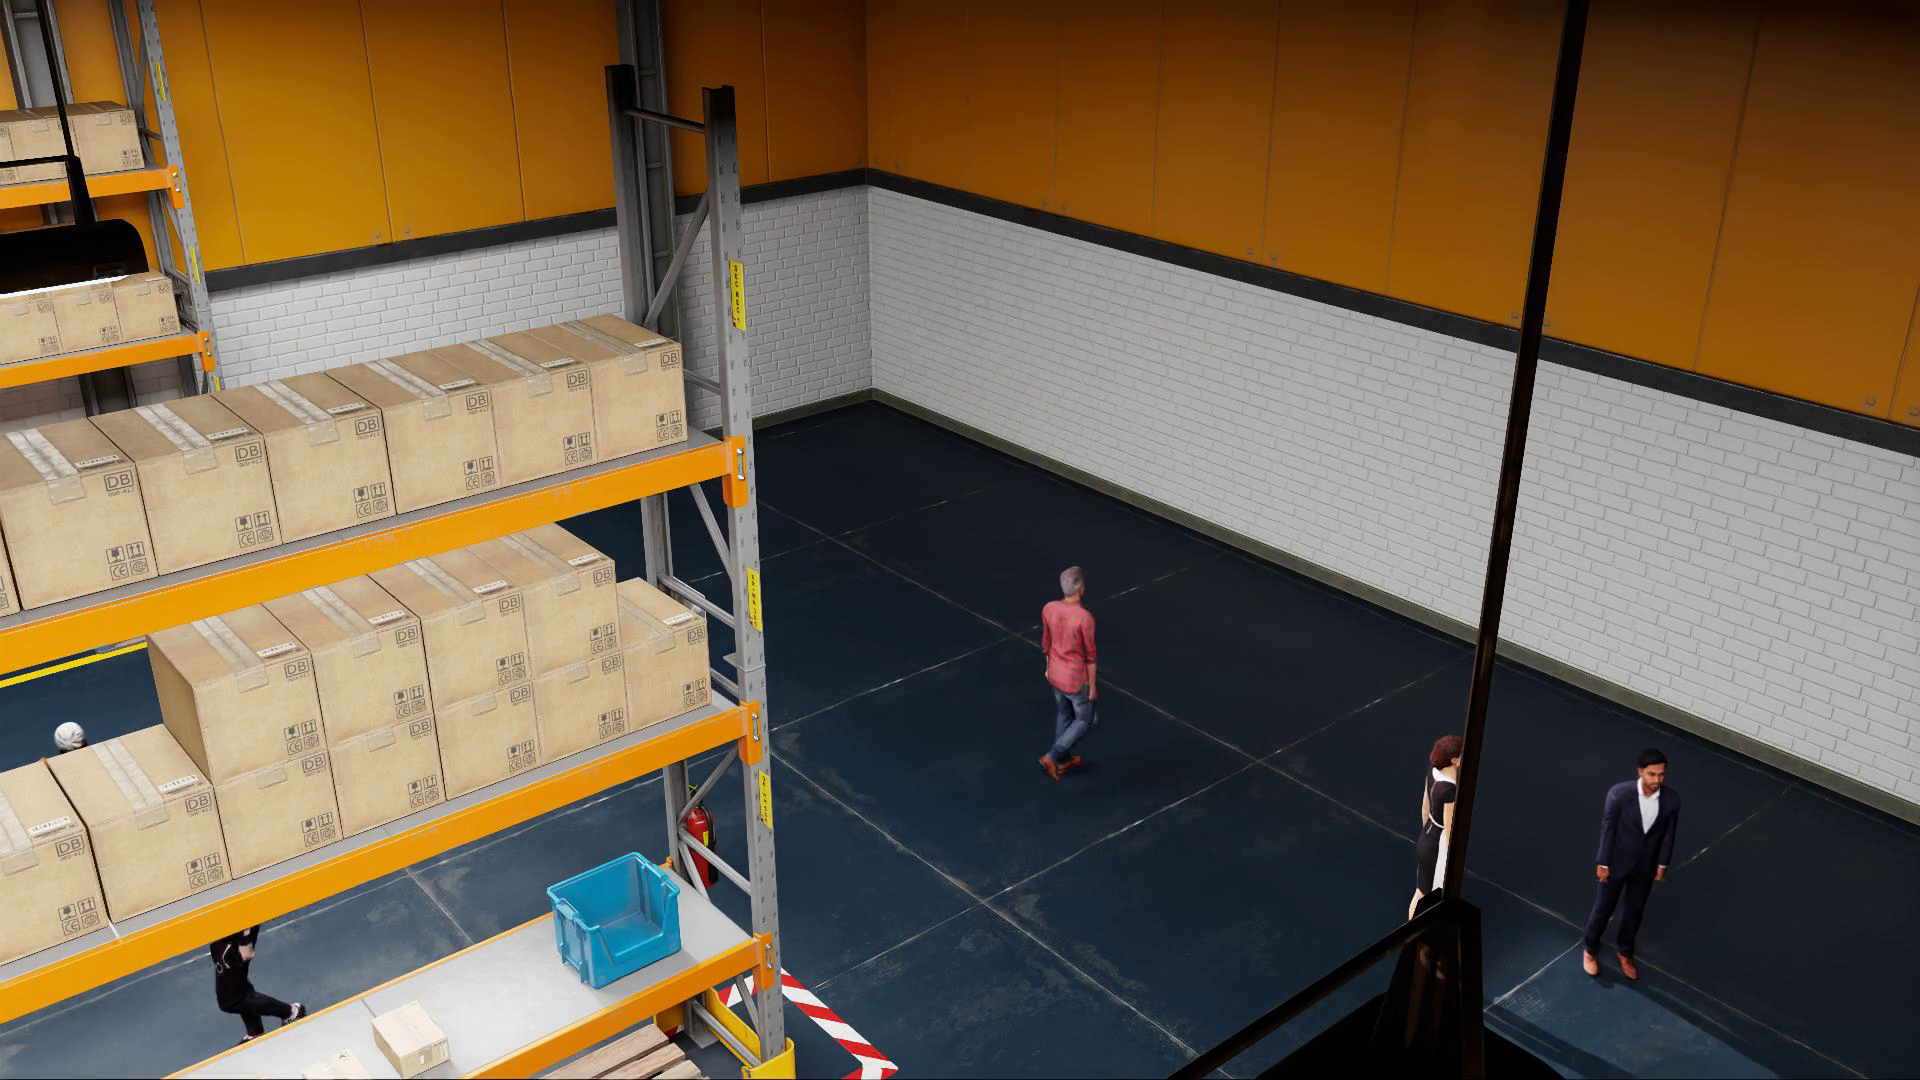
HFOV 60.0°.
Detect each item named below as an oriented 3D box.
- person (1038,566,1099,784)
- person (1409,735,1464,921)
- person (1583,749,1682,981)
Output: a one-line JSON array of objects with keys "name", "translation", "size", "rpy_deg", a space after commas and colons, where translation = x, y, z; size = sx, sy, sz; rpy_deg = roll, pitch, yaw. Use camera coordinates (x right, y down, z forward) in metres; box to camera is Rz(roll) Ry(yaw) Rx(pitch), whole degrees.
[{"name": "person", "translation": [0.813, 1.101, 13.054], "size": [0.852, 1.811, 0.698], "rpy_deg": [-20, 30, -38]}, {"name": "person", "translation": [3.119, 2.067, 10.862], "size": [0.659, 1.796, 0.646], "rpy_deg": [-3, 24, -6]}, {"name": "person", "translation": [4.381, 2.098, 10.885], "size": [0.691, 1.721, 0.751], "rpy_deg": [2, 24, 5]}]
